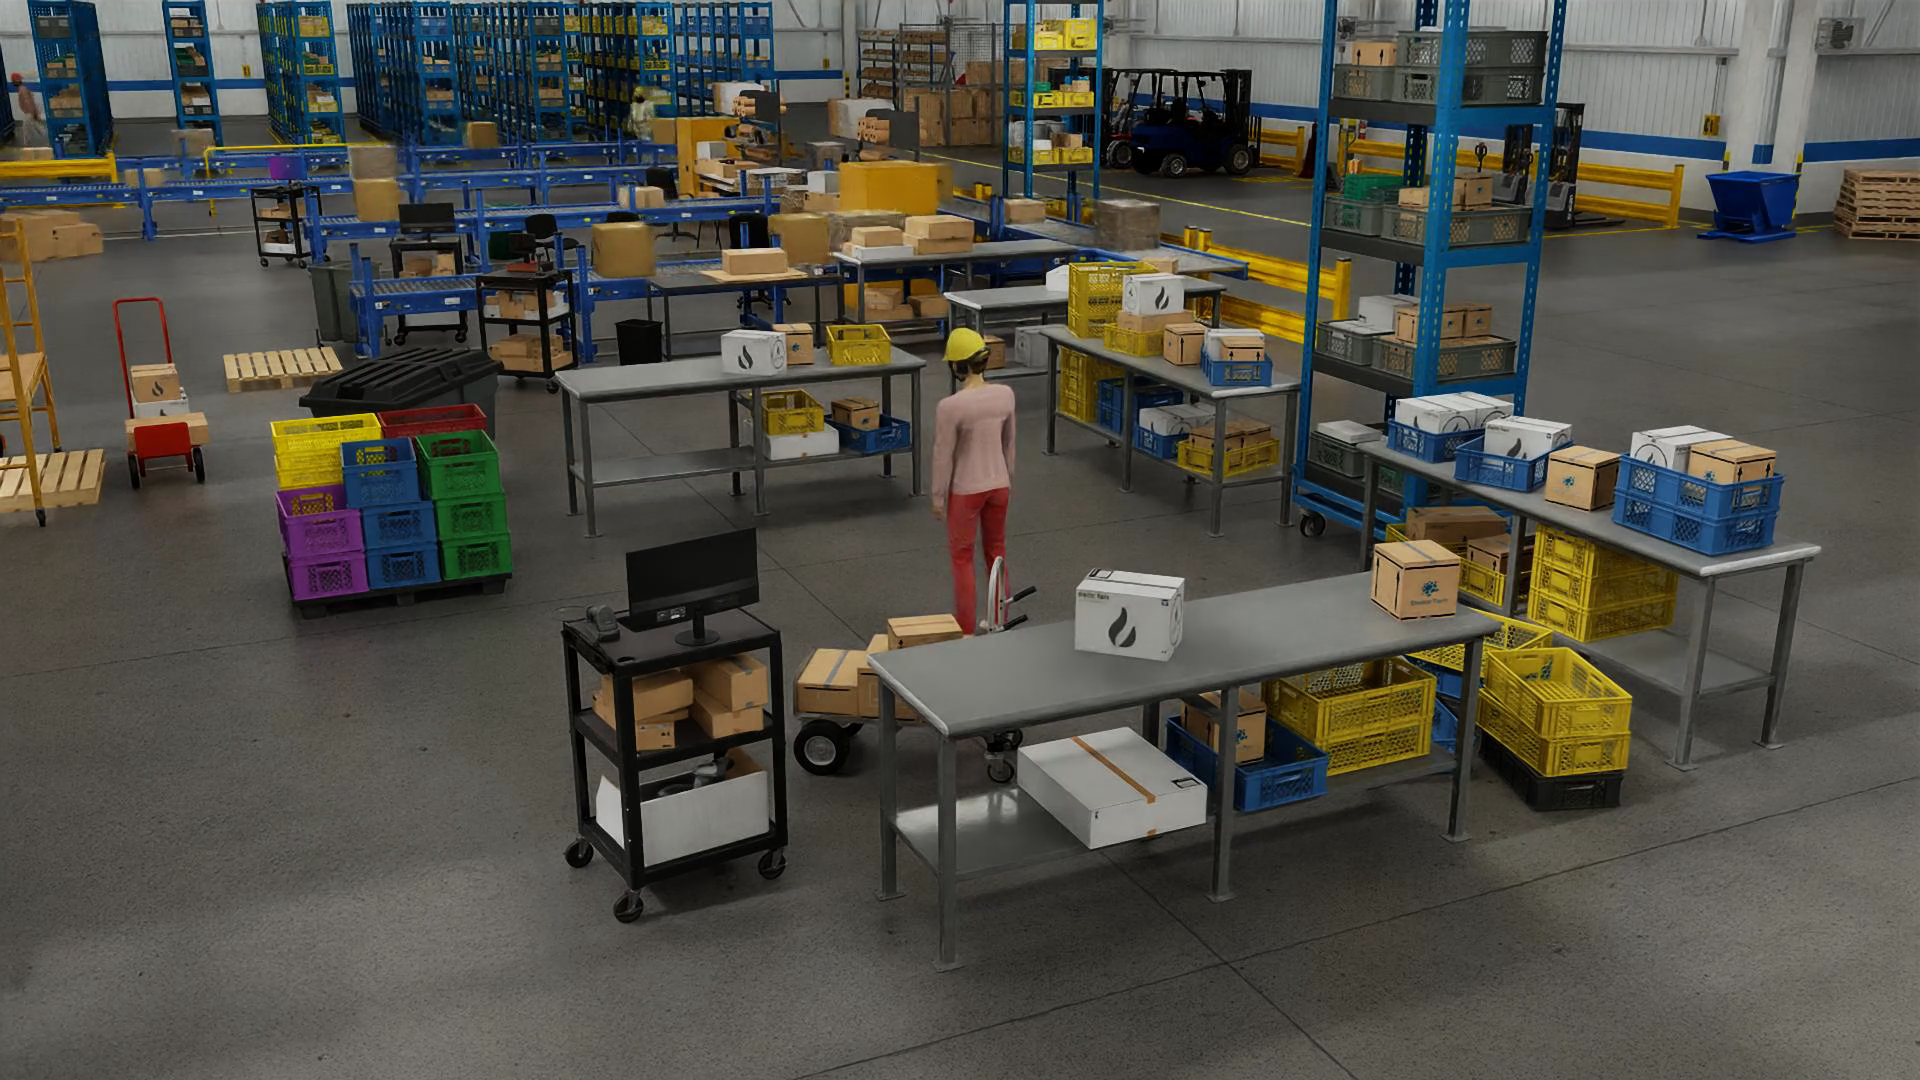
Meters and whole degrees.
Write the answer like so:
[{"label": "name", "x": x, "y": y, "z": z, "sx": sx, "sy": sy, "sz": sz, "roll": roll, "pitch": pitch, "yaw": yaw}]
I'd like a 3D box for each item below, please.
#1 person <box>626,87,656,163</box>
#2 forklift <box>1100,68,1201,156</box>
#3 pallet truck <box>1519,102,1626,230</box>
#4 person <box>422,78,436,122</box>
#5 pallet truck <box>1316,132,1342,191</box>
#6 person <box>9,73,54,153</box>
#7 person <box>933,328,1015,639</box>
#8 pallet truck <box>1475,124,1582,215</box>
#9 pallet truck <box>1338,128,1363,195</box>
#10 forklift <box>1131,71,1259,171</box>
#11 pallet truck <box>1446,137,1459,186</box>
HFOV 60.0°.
[{"label": "person", "x": -6.978, "y": -8.947, "z": 36.283, "sx": 0.605, "sy": 1.792, "sz": 0.888, "roll": 8, "pitch": 19, "yaw": 25}, {"label": "forklift", "x": 4.082, "y": -9.564, "z": 37.410, "sx": 2.680, "sy": 1.987, "sz": 1.157, "roll": -8, "pitch": 19, "yaw": -23}, {"label": "pallet truck", "x": 9.972, "y": -6.037, "z": 26.785, "sx": 1.885, "sy": 1.965, "sz": 0.823, "roll": -9, "pitch": 20, "yaw": -25}, {"label": "person", "x": -13.965, "y": -11.339, "z": 43.799, "sx": 0.935, "sy": 1.796, "sz": 0.593, "roll": -6, "pitch": 19, "yaw": -18}, {"label": "pallet truck", "x": 7.723, "y": -7.504, "z": 32.656, "sx": 1.601, "sy": 1.201, "sz": 0.680, "roll": -8, "pitch": 19, "yaw": -23}, {"label": "person", "x": -23.124, "y": -10.643, "z": 41.427, "sx": 0.876, "sy": 1.939, "sz": 0.641, "roll": -10, "pitch": 20, "yaw": -30}, {"label": "person", "x": 0.070, "y": -0.280, "z": 9.045, "sx": 0.536, "sy": 1.757, "sz": 0.346, "roll": -13, "pitch": 22, "yaw": -35}, {"label": "pallet truck", "x": 9.707, "y": -6.455, "z": 28.103, "sx": 1.885, "sy": 1.965, "sz": 0.823, "roll": -7, "pitch": 19, "yaw": -20}, {"label": "pallet truck", "x": 7.845, "y": -7.140, "z": 31.411, "sx": 1.522, "sy": 1.261, "sz": 0.704, "roll": -9, "pitch": 20, "yaw": -25}, {"label": "forklift", "x": 4.998, "y": -8.936, "z": 35.413, "sx": 2.680, "sy": 1.987, "sz": 1.157, "roll": -9, "pitch": 20, "yaw": -25}, {"label": "pallet truck", "x": 9.184, "y": -6.485, "z": 29.328, "sx": 1.630, "sy": 1.274, "sz": 0.653, "roll": -8, "pitch": 19, "yaw": -23}]
